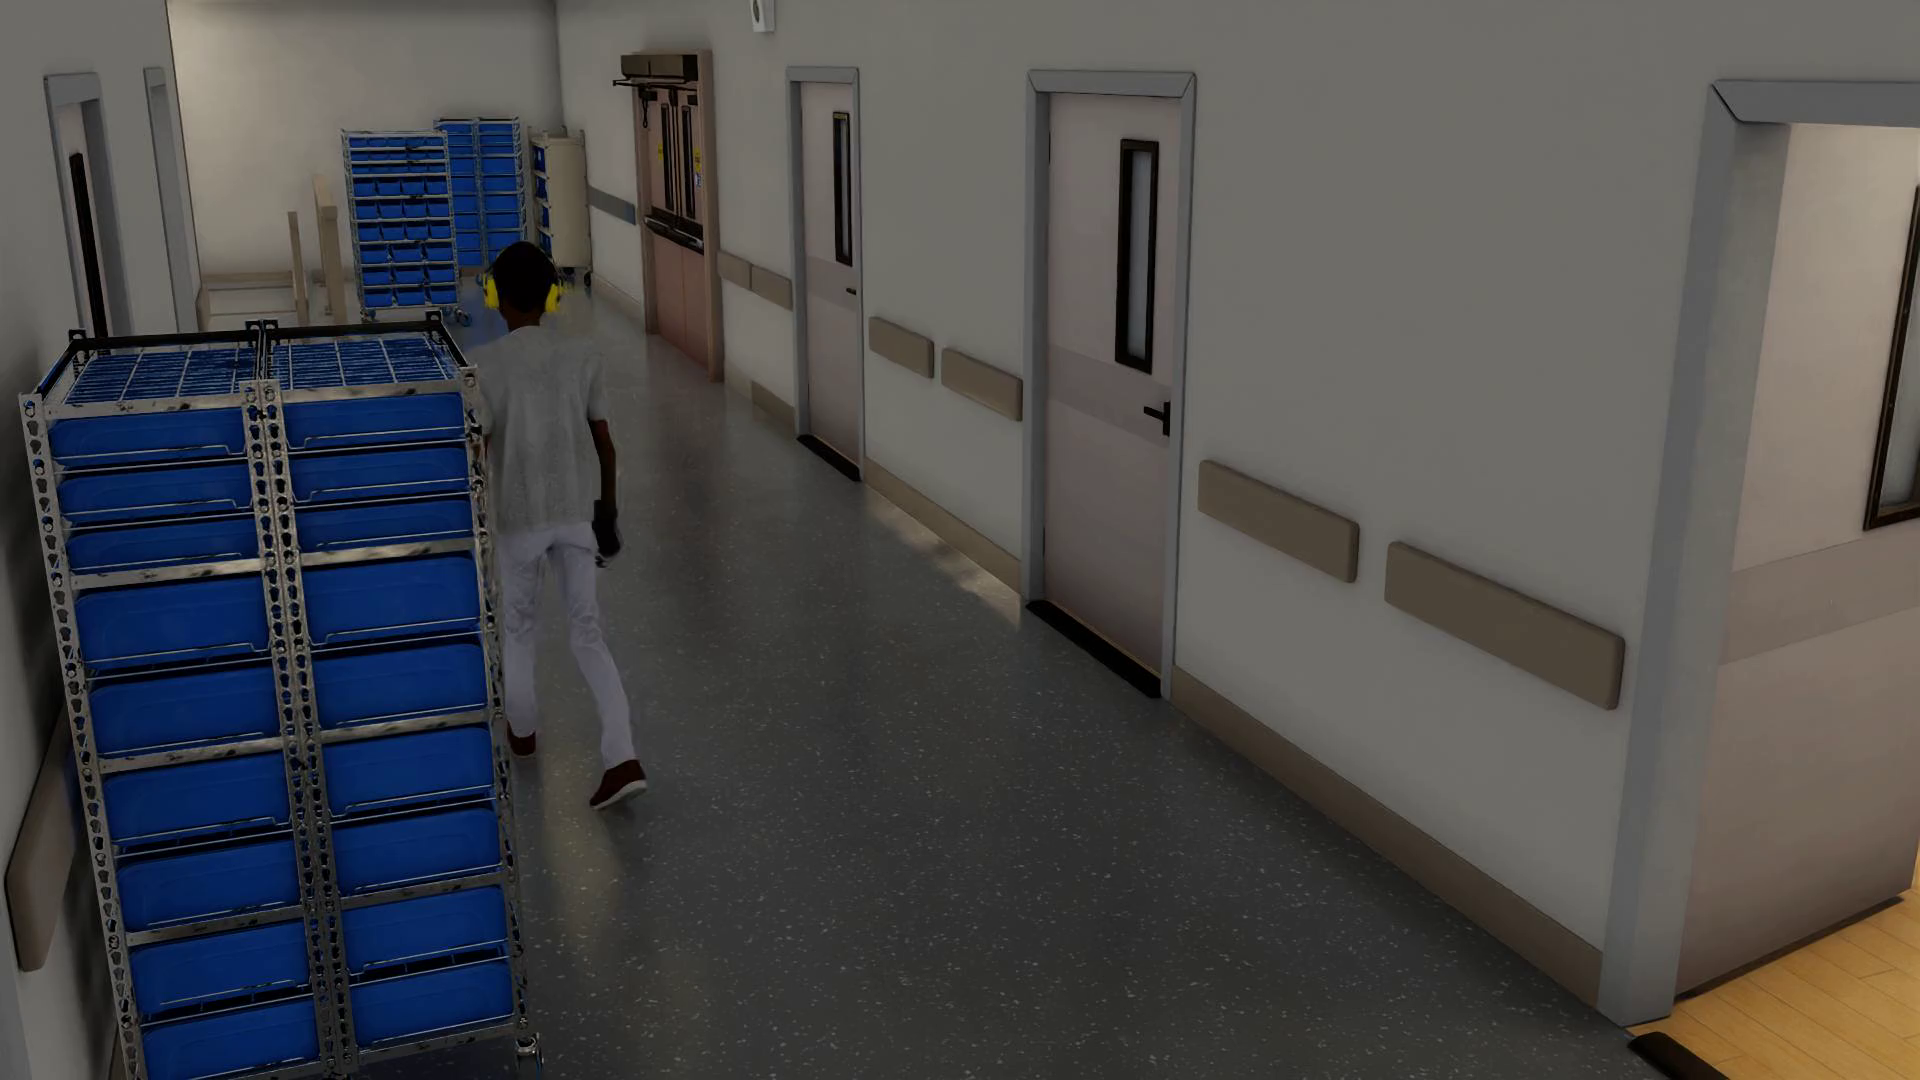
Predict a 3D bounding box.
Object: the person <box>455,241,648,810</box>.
[{"bbox_3d":[-1.350,-0.039,5.416,0.581,1.816,0.972,-9,18,-28],"label":"person"}]
